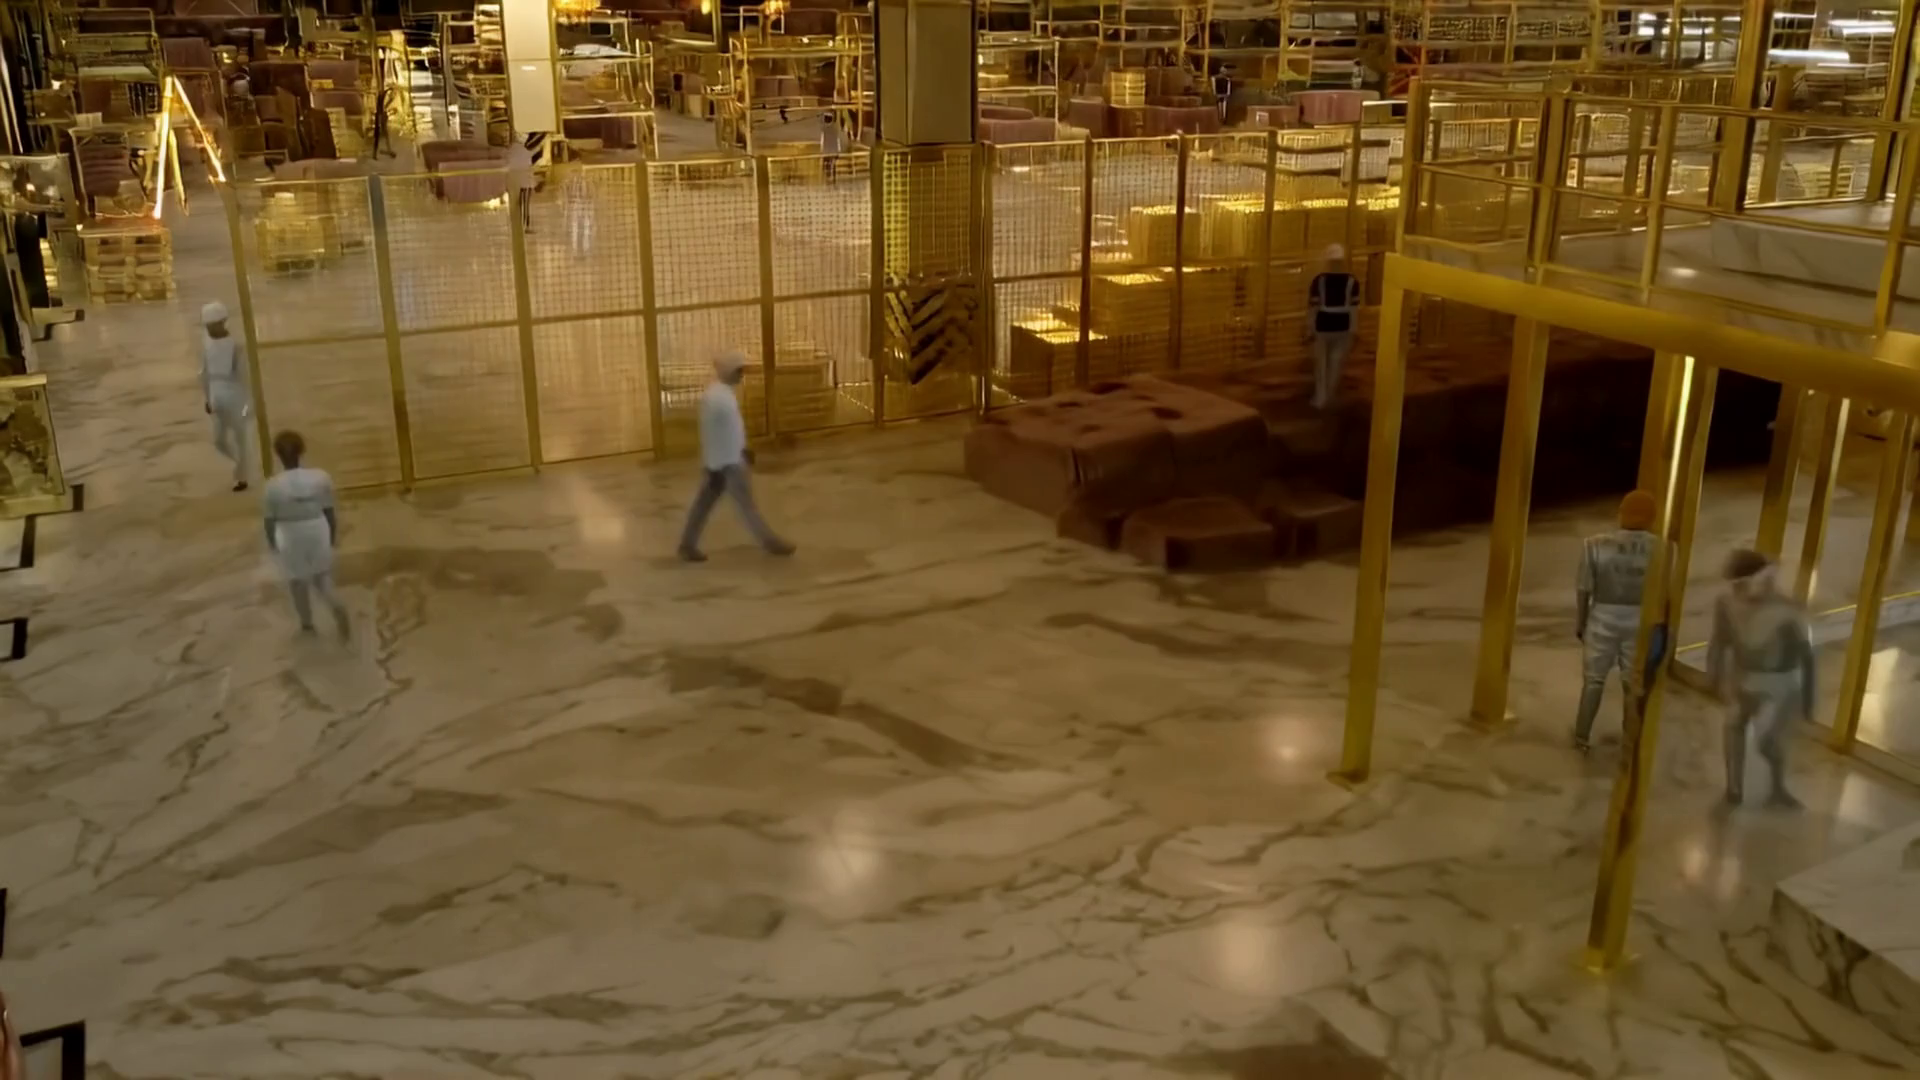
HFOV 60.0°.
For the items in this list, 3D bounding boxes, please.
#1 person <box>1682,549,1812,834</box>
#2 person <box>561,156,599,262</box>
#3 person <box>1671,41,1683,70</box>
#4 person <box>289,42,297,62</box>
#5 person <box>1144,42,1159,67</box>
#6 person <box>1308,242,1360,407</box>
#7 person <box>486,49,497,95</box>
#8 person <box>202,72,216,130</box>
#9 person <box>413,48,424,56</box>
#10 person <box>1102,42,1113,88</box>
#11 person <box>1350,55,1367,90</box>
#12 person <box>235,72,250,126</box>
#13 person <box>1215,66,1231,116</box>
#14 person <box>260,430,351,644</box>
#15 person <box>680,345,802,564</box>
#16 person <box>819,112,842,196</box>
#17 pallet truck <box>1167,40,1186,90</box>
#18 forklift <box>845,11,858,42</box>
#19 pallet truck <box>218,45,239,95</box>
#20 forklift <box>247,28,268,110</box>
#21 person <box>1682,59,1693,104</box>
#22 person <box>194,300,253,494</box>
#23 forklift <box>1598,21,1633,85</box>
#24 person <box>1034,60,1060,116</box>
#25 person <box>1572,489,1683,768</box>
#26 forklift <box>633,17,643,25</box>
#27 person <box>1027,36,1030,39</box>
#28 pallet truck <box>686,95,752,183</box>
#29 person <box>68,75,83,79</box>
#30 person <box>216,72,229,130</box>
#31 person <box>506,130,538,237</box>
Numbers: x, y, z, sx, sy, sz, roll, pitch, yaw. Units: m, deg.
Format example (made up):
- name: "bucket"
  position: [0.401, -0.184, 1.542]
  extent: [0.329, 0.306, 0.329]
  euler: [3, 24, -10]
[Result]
- name: "person"
  position: [4.725, 0.901, 9.821]
  extent: [0.646, 1.718, 0.324]
  euler: [15, 24, 36]
- name: "person"
  position: [-6.612, -5.762, 28.989]
  extent: [0.636, 1.816, 0.811]
  euler: [-2, 19, -6]
- name: "person"
  position: [33.199, -22.457, 77.290]
  extent: [0.653, 1.881, 0.853]
  euler: [12, 22, 30]
- name: "person"
  position: [-28.285, -20.145, 70.569]
  extent: [0.417, 1.896, 0.797]
  euler: [-7, 20, -20]
- name: "person"
  position: [8.157, -20.160, 70.577]
  extent: [0.677, 1.902, 0.984]
  euler: [8, 20, 21]
- name: "person"
  position: [4.321, -2.492, 19.329]
  extent: [0.549, 1.935, 0.391]
  euler: [1, 19, 2]
- name: "person"
  position: [-18.029, -17.929, 64.063]
  extent: [0.359, 1.938, 0.632]
  euler: [2, 19, 5]
- name: "person"
  position: [-23.259, -13.639, 51.770]
  extent: [0.508, 1.846, 0.345]
  euler: [-17, 25, -40]
- name: "person"
  position: [-25.801, -23.140, 79.183]
  extent: [0.547, 1.930, 0.382]
  euler: [-1, 19, -3]
- name: "person"
  position: [6.242, -20.181, 70.646]
  extent: [0.402, 1.904, 0.652]
  euler: [-4, 19, -12]
- name: "person"
  position: [14.428, -16.627, 60.388]
  extent: [0.563, 1.891, 1.018]
  euler: [14, 24, 36]
- name: "person"
  position: [-23.151, -14.229, 53.691]
  extent: [0.520, 1.713, 0.440]
  euler: [9, 21, 25]
- name: "person"
  position: [9.068, -15.496, 57.407]
  extent: [0.541, 1.684, 0.391]
  euler: [0, 19, -1]
- name: "person"
  position: [-4.896, 0.013, 12.449]
  extent: [0.534, 1.679, 0.484]
  euler: [-17, 25, -41]
- name: "person"
  position: [-1.943, -0.718, 14.198]
  extent: [1.071, 1.927, 0.609]
  euler: [-5, 20, -14]
- name: "person"
  position: [-2.907, -8.646, 37.262]
  extent: [0.533, 1.868, 0.310]
  euler: [4, 20, 13]
- name: "pallet truck"
  position: [9.045, -19.971, 69.895]
  extent: [0.823, 1.965, 1.885]
  euler: [-3, 19, -8]
- name: "forklift"
  position: [-5.436, -25.090, 83.401]
  extent: [1.873, 2.768, 1.129]
  euler: [-9, 21, -25]
- name: "pallet truck"
  position: [-28.879, -18.665, 66.111]
  extent: [0.823, 1.965, 1.885]
  euler: [-3, 19, -9]
- name: "forklift"
  position: [-24.981, -16.906, 59.677]
  extent: [1.873, 2.768, 1.129]
  euler: [-9, 21, -25]
- name: "person"
  position: [26.810, -16.858, 61.328]
  extent: [0.434, 1.685, 0.549]
  euler: [-9, 21, -24]
- name: "person"
  position: [-7.122, -1.408, 16.230]
  extent: [0.583, 1.906, 0.487]
  euler: [0, 19, 0]
- name: "forklift"
  position: [26.147, -19.452, 67.057]
  extent: [1.873, 2.768, 1.129]
  euler: [-9, 21, -25]
- name: "person"
  position: [3.011, -15.570, 57.316]
  extent: [0.743, 1.895, 0.602]
  euler: [-6, 20, -17]
- name: "person"
  position: [4.229, 0.562, 10.604]
  extent: [0.633, 1.846, 0.429]
  euler: [9, 21, 24]
- name: "forklift"
  position: [-14.129, -21.547, 73.131]
  extent: [1.873, 2.768, 1.129]
  euler: [-4, 19, -11]
- name: "person"
  position: [3.614, -24.518, 83.635]
  extent: [0.483, 1.624, 0.576]
  euler: [-18, 26, -41]
- name: "pallet truck"
  position: [-5.836, -9.608, 39.856]
  extent: [0.823, 1.965, 1.885]
  euler: [10, 22, 27]
- name: "person"
  position: [-33.520, -17.432, 63.078]
  extent: [0.518, 1.637, 0.309]
  euler: [-9, 21, -24]
- name: "person"
  position: [-23.357, -13.838, 52.400]
  extent: [0.595, 1.835, 0.842]
  euler: [-12, 22, -30]
- name: "person"
  position: [-8.330, -6.788, 31.684]
  extent: [0.395, 1.993, 0.614]
  euler: [11, 22, 29]
